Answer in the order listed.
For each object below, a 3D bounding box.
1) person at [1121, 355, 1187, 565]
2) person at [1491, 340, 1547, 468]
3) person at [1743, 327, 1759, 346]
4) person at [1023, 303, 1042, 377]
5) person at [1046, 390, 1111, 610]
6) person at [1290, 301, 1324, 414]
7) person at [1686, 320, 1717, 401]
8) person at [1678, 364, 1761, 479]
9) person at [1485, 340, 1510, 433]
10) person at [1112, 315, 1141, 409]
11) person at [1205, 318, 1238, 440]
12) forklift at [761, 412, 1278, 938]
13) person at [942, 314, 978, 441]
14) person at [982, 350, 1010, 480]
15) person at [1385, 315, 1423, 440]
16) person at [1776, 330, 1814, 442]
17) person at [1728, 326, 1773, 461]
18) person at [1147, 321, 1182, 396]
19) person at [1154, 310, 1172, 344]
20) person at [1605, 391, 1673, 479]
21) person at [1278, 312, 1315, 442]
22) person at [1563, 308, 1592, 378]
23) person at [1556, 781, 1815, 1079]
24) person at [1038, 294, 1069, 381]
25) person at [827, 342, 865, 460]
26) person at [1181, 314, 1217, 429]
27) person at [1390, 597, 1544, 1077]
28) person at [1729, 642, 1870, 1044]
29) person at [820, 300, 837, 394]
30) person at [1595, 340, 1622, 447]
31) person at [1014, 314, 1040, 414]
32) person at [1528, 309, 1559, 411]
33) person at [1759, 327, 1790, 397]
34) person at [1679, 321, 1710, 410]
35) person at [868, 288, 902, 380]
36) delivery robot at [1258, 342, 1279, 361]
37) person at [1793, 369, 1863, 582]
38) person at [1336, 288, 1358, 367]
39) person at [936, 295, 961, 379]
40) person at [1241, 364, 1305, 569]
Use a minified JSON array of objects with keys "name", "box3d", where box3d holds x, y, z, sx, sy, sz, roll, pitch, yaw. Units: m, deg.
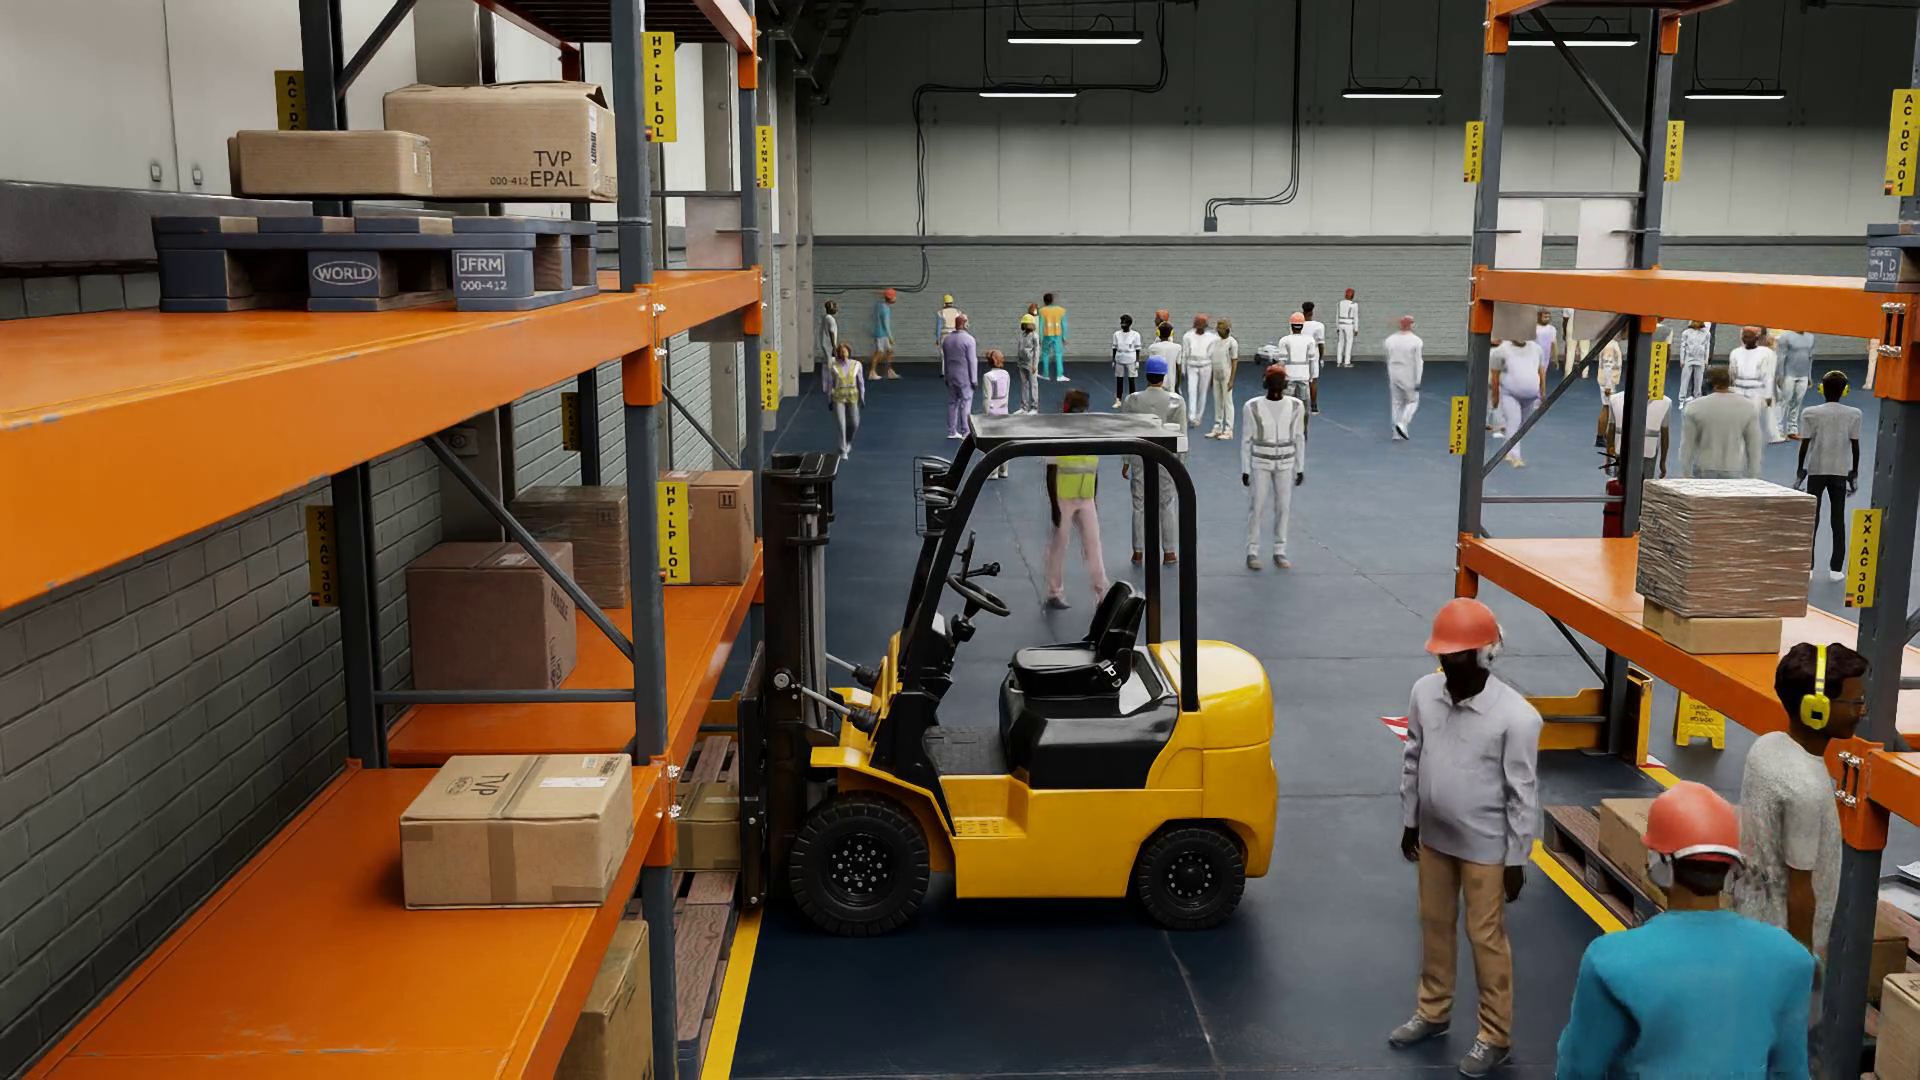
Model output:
[{"name":"person","box3d":[1.798,-0.736,15.420,0.615,1.945,0.404,2,10,9]},{"name":"person","box3d":[7.472,-2.021,22.318,0.682,2.000,0.988,-1,10,-7]},{"name":"person","box3d":[15.236,-3.640,32.119,0.336,1.762,0.526,2,10,10]},{"name":"person","box3d":[1.615,-4.407,36.764,0.513,1.631,0.275,-7,12,-34]},{"name":"person","box3d":[0.973,-0.291,13.340,0.580,1.802,0.894,-6,12,-32]},{"name":"person","box3d":[6.026,-3.165,28.938,0.607,1.958,0.374,4,11,23]},{"name":"person","box3d":[13.824,-3.509,30.998,0.401,1.908,0.595,-4,11,-20]},{"name":"person","box3d":[6.713,-0.580,14.669,0.722,1.920,0.474,2,10,12]},{"name":"person","box3d":[8.424,-2.669,26.054,0.397,1.992,0.621,-7,12,-34]},{"name":"person","box3d":[2.962,-3.178,29.713,0.540,1.698,0.317,5,11,27]},{"name":"person","box3d":[3.975,-2.434,25.164,0.345,1.846,0.508,-6,12,-31]},{"name":"forklift","box3d":[0.291,0.548,7.580,2.313,2.155,1.214,0,10,-2]},{"name":"person","box3d":[0.026,-2.450,25.116,0.400,1.900,0.646,-9,14,-42]},{"name":"person","box3d":[0.444,-1.573,20.939,0.305,1.640,0.522,7,12,34]},{"name":"person","box3d":[6.669,-2.422,24.985,0.444,1.889,0.644,-10,14,-43]},{"name":"person","box3d":[12.501,-2.437,24.917,0.627,1.940,0.370,-3,11,-16]},{"name":"person","box3d":[10.692,-1.975,22.530,0.469,1.871,0.614,-9,14,-41]},{"name":"person","box3d":[2.890,-2.169,23.621,0.531,1.870,0.318,-2,10,-13]},{"name":"person","box3d":[3.282,-2.789,27.042,0.356,1.882,0.574,2,10,10]},{"name":"person","box3d":[6.480,-0.777,15.925,0.564,1.847,0.395,5,11,26]},{"name":"person","box3d":[5.024,-2.434,24.902,0.546,1.939,0.375,0,10,0]},{"name":"person","box3d":[13.634,-4.600,36.688,0.681,2.000,0.538,3,11,17]},{"name":"person","box3d":[1.697,1.427,3.974,0.553,1.728,0.443,-3,10,-14]},{"name":"person","box3d":[2.009,-4.381,35.971,0.644,1.870,0.696,-2,10,-11]},{"name":"person","box3d":[-1.601,-1.935,22.993,0.523,1.620,0.514,-3,11,-17]},{"name":"person","box3d":[3.861,-2.731,26.878,0.584,1.832,1.022,2,10,9]},{"name":"person","box3d":[1.804,1.058,6.004,0.361,1.744,0.576,-6,12,-31]},{"name":"person","box3d":[2.406,1.203,4.839,0.310,1.869,0.531,2,10,13]},{"name":"person","box3d":[-2.575,-3.800,32.818,0.341,1.838,0.501,-5,11,-26]},{"name":"person","box3d":[9.486,-2.298,24.206,0.388,1.924,0.549,5,11,27]},{"name":"person","box3d":[1.166,-3.025,28.734,0.287,1.746,0.487,-9,13,-40]},{"name":"person","box3d":[10.260,-3.146,29.227,0.535,1.806,0.822,-2,10,-10]},{"name":"person","box3d":[15.695,-3.651,31.949,0.626,1.846,0.429,3,11,17]},{"name":"person","box3d":[13.088,-3.185,29.634,0.493,1.743,0.295,2,10,10]},{"name":"person","box3d":[-1.617,-4.434,35.938,0.861,1.974,0.630,0,10,-1]},{"name":"delivery robot","box3d":[7.502,-4.540,40.212,0.477,0.478,0.707,-3,10,-18]},{"name":"person","box3d":[7.649,-0.566,14.683,0.520,1.874,0.327,4,11,21]},{"name":"person","box3d":[9.240,-5.059,39.707,0.372,1.878,0.589,-10,14,-43]},{"name":"person","box3d":[-0.247,-4.442,36.378,0.587,1.836,0.404,-4,11,-20]},{"name":"person","box3d":[2.863,-0.669,15.238,0.581,1.879,0.360,0,10,-2]}]
